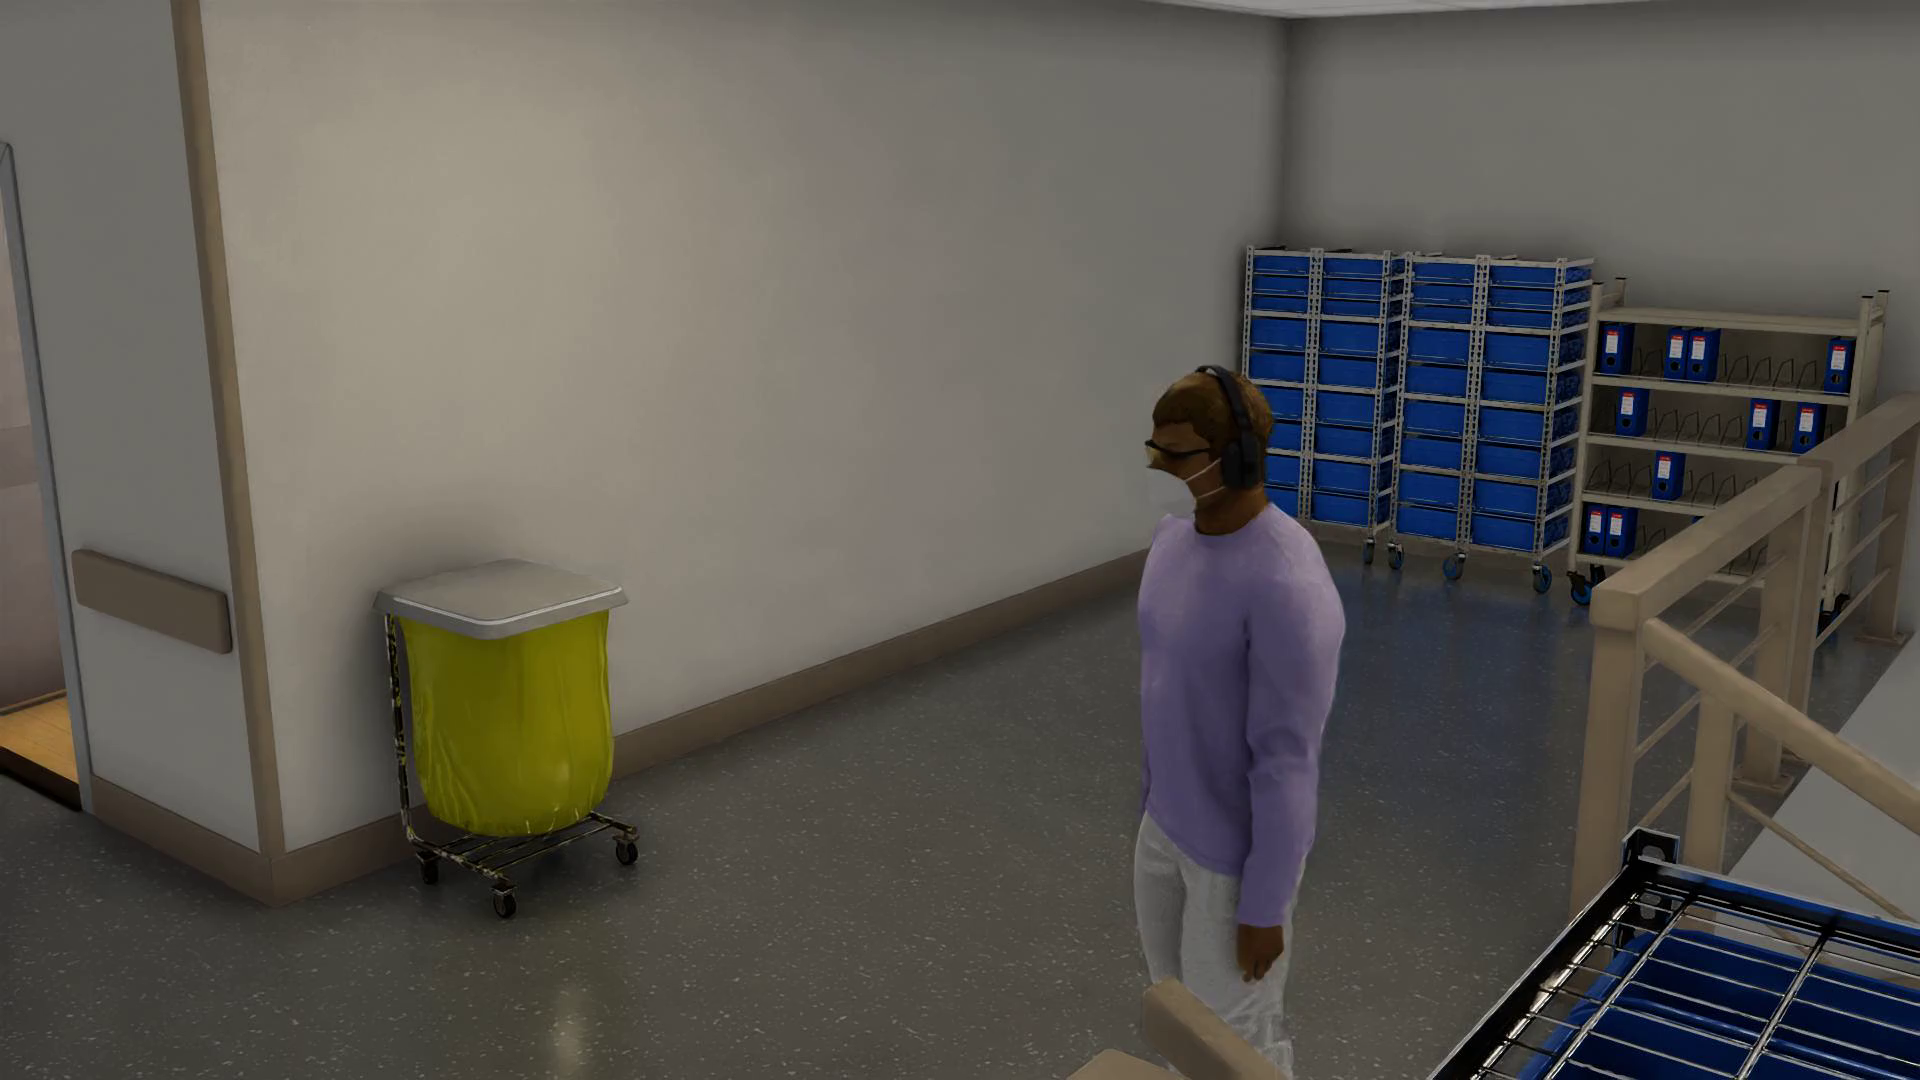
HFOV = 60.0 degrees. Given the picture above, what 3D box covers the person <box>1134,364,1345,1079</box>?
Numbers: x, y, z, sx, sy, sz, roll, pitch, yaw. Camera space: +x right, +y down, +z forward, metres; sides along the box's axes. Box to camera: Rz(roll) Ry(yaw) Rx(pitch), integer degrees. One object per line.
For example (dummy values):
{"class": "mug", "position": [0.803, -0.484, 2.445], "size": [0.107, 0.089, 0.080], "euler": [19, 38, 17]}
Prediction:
{"class": "person", "position": [0.507, 0.610, 3.318], "size": [0.380, 1.933, 0.624], "euler": [-4, 14, -15]}
